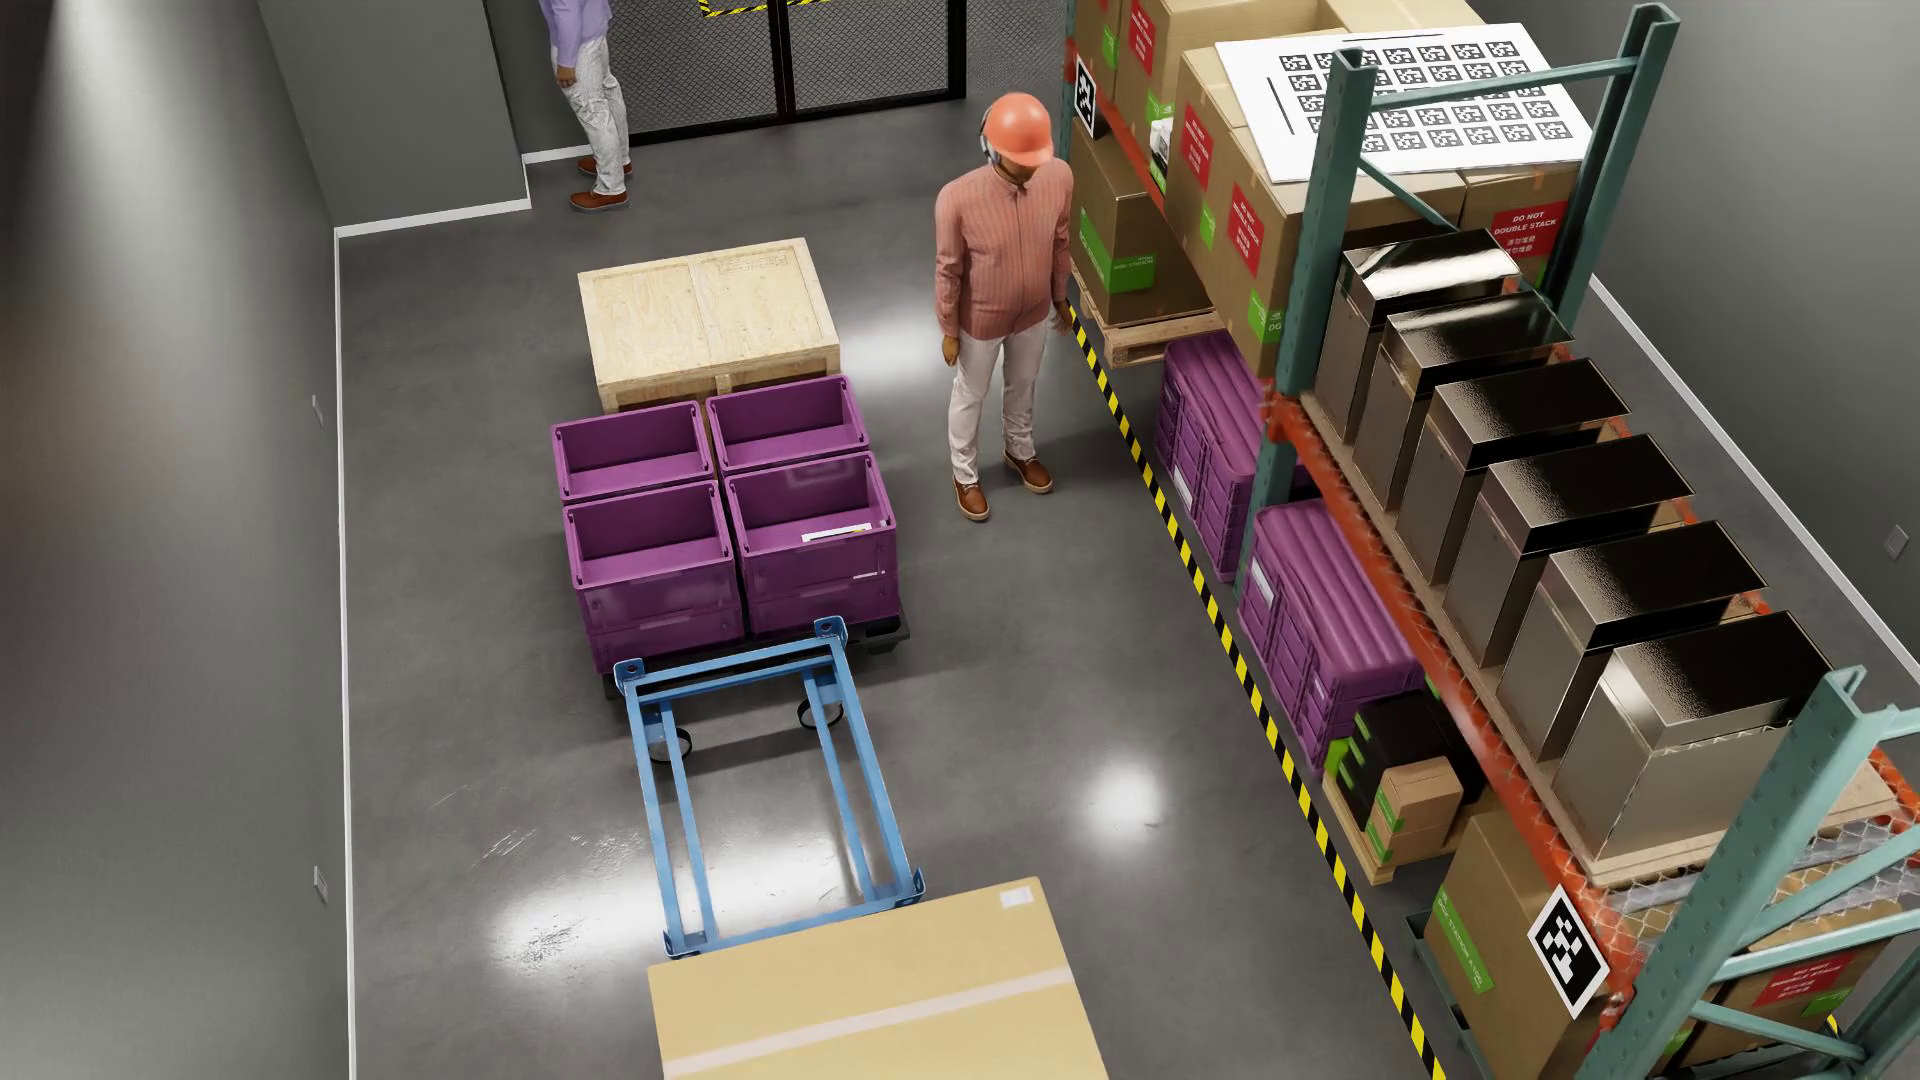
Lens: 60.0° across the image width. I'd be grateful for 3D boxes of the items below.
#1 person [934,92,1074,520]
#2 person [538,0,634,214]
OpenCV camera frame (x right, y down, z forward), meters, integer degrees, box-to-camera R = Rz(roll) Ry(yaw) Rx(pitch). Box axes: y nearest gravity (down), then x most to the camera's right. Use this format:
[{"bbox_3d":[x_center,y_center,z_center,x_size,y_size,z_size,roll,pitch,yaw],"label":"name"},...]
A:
[{"bbox_3d":[0.188,-0.923,6.697,0.611,1.994,0.385,-22,51,-19],"label":"person"},{"bbox_3d":[-1.894,-2.516,8.196,0.357,1.939,0.638,1,47,1],"label":"person"}]
